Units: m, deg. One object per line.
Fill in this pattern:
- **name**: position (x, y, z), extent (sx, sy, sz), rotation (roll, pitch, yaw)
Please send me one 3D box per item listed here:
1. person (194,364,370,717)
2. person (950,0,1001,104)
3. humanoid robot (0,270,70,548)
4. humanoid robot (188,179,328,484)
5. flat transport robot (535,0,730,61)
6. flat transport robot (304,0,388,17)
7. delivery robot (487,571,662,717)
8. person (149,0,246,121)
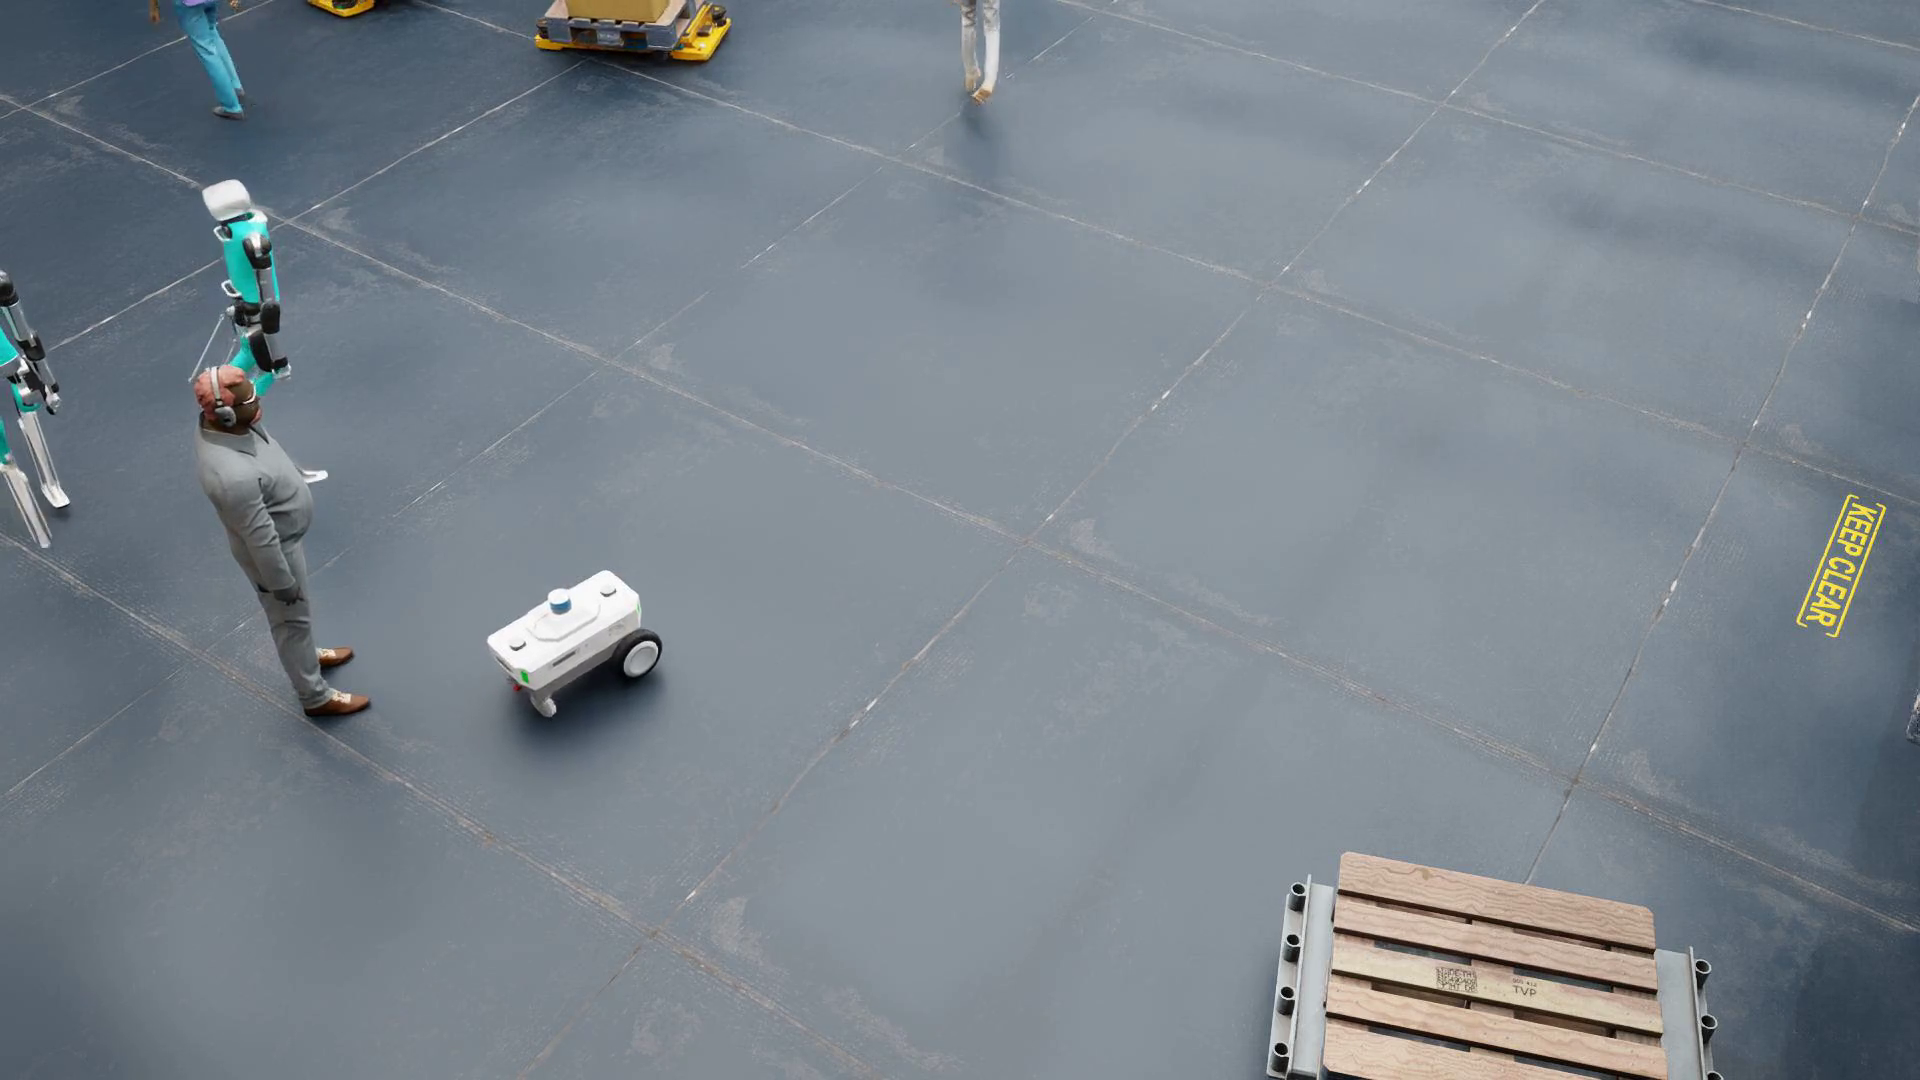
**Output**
- **person**: position (-3.098, 0.004, 7.547), extent (0.402, 1.908, 0.641), rotation (-17, 45, -18)
- **person**: position (0.156, -4.090, 12.180), extent (0.490, 1.845, 0.683), rotation (2, 42, 2)
- **humanoid robot**: position (-4.982, -0.783, 8.573), extent (0.540, 1.810, 0.770), rotation (-30, 50, -30)
- **humanoid robot**: position (-3.880, -0.983, 8.797), extent (0.796, 1.798, 0.531), rotation (-26, 48, -26)
- **flat transport robot**: position (-2.635, -4.134, 13.405), extent (1.431, 0.231, 0.659), rotation (6, 42, 7)
- **flat transport robot**: position (-4.900, -4.865, 14.223), extent (0.659, 0.231, 1.431), rotation (27, 48, 27)
- **delivery robot**: position (-1.869, 0.471, 8.051), extent (0.785, 0.613, 0.518), rotation (-33, 51, -32)
- **person**: position (-5.578, -3.928, 12.008), extent (0.581, 1.823, 0.575), rotation (19, 45, 20)
